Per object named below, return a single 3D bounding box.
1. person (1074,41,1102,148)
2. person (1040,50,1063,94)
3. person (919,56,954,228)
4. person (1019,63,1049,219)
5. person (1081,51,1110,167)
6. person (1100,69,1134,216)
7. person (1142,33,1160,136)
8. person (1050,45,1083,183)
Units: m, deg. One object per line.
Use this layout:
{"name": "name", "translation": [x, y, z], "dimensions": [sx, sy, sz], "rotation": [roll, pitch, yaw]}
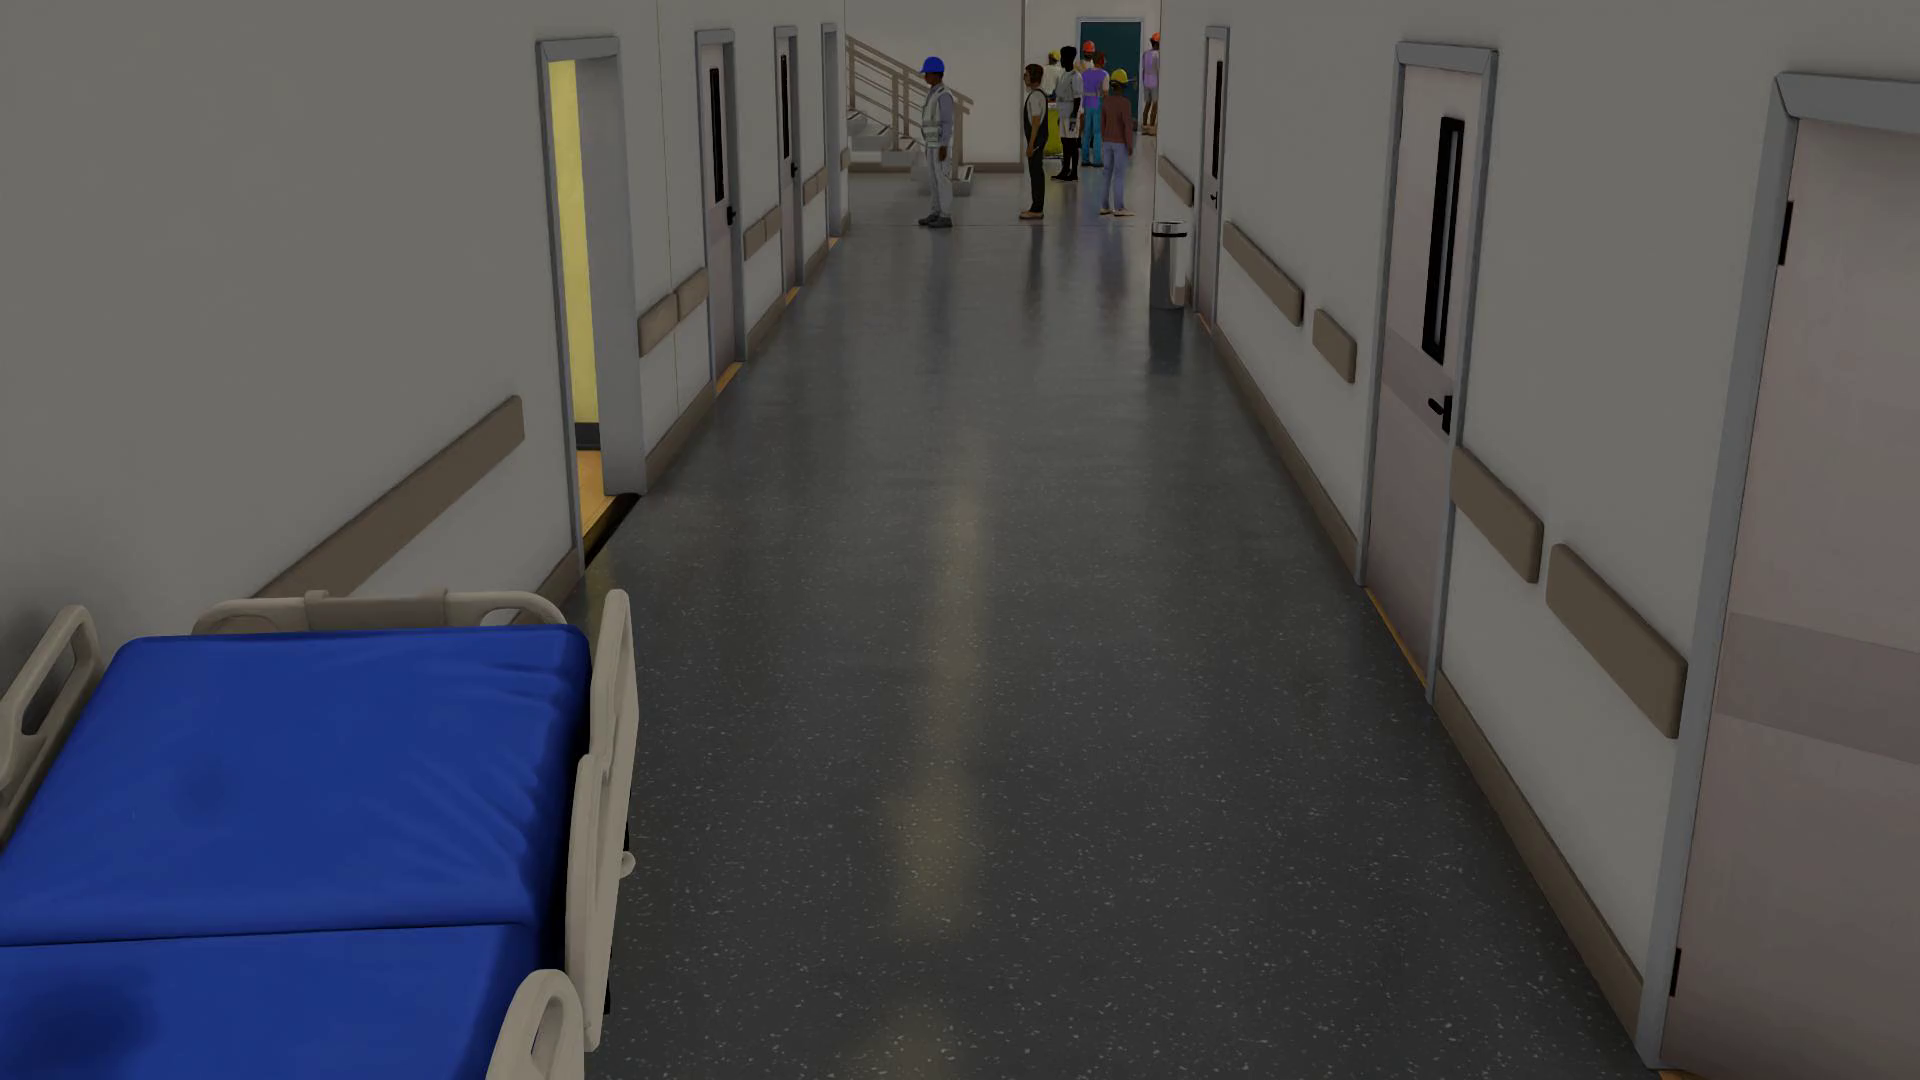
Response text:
{"name": "person", "translation": [2.356, -8.207, 30.681], "dimensions": [0.539, 1.929, 0.384], "rotation": [-4, 18, -14]}
{"name": "person", "translation": [1.708, -8.693, 32.550], "dimensions": [0.607, 1.715, 0.484], "rotation": [3, 18, 9]}
{"name": "person", "translation": [-0.278, -4.631, 19.401], "dimensions": [0.409, 1.943, 0.614], "rotation": [-6, 19, -19]}
{"name": "person", "translation": [0.897, -4.827, 20.178], "dimensions": [0.343, 1.846, 0.507], "rotation": [3, 18, 9]}
{"name": "person", "translation": [2.183, -6.954, 26.889], "dimensions": [0.388, 1.839, 0.568], "rotation": [-15, 23, -39]}
{"name": "person", "translation": [1.940, -4.891, 20.509], "dimensions": [0.297, 1.772, 0.533], "rotation": [-12, 21, -34]}
{"name": "person", "translation": [3.943, -9.236, 33.749], "dimensions": [0.407, 2.029, 0.613], "rotation": [-11, 21, -32]}
{"name": "person", "translation": [1.593, -6.278, 24.544], "dimensions": [0.367, 1.966, 0.604], "rotation": [-6, 19, -19]}
